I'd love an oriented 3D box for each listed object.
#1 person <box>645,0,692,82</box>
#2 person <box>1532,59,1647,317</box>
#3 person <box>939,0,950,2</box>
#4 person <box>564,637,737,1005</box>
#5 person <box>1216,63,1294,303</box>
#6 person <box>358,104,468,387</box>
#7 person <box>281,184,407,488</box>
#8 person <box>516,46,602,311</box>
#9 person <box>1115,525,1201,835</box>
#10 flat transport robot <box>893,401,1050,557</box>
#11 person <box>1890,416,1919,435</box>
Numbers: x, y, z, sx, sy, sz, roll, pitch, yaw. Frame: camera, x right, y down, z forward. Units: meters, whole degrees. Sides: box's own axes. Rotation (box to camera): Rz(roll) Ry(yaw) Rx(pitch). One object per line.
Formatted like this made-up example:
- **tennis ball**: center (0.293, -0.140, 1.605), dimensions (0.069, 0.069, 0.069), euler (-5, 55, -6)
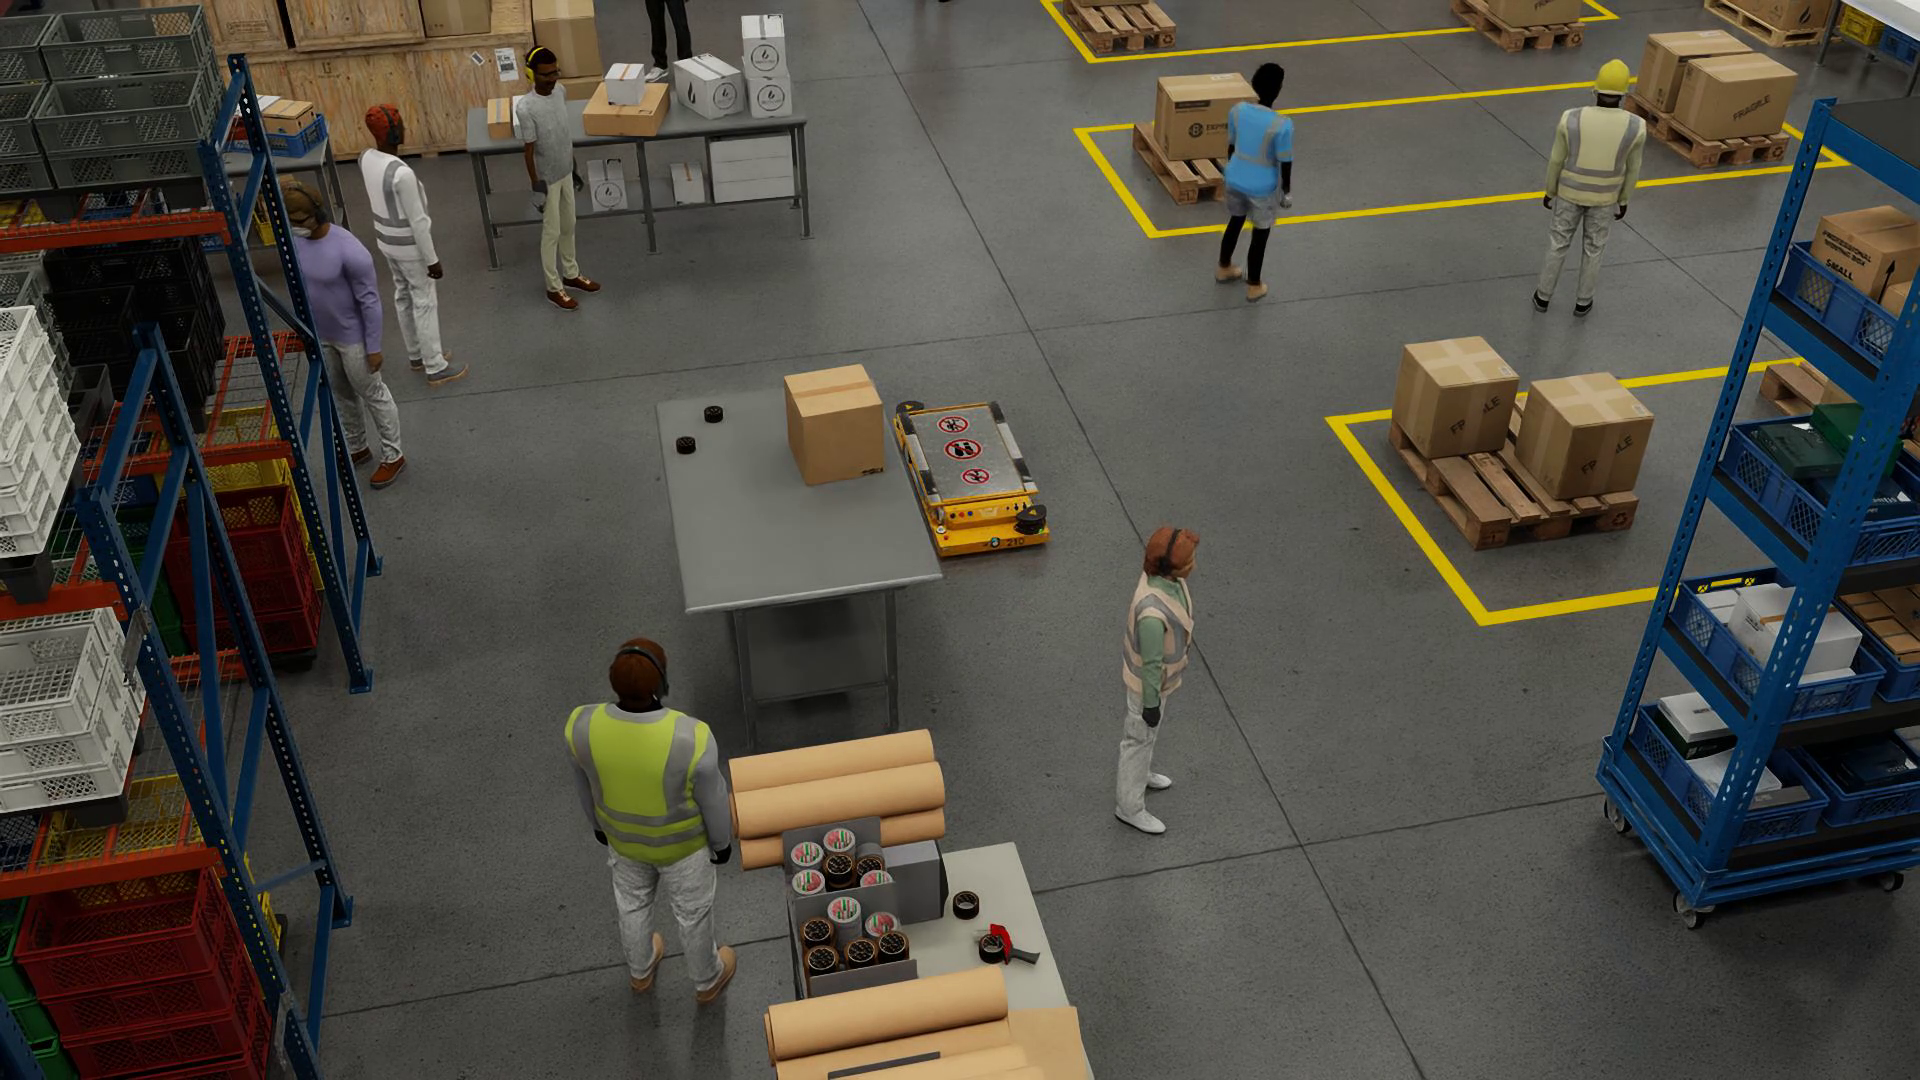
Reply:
- **person**: center (-2.673, -5.072, 14.979), dimensions (0.590, 1.916, 0.386), euler (13, 38, 16)
- **person**: center (4.333, -2.412, 11.470), dimensions (0.590, 1.837, 0.403), euler (11, 38, 15)
- **person**: center (-0.266, -6.436, 16.821), dimensions (0.651, 1.907, 0.409), euler (16, 39, 20)
- **person**: center (-1.205, 1.153, 6.686), dimensions (0.629, 1.837, 0.430), euler (7, 37, 9)
- **person**: center (2.086, -2.507, 11.715), dimensions (0.339, 1.691, 0.597), euler (-28, 45, -32)
- **person**: center (-3.567, -1.898, 10.752), dimensions (0.360, 1.878, 0.579), euler (-30, 46, -34)
- **person**: center (-3.632, -1.197, 9.758), dimensions (0.628, 1.935, 0.373), euler (16, 39, 20)
- **person**: center (-2.817, -2.533, 11.609), dimensions (0.309, 1.865, 0.534), euler (14, 39, 18)
- **person**: center (0.886, 0.615, 7.567), dimensions (0.311, 1.636, 0.523), euler (7, 37, 9)
- **flat transport robot**: center (0.046, -0.430, 10.108), dimensions (0.652, 0.197, 1.431), euler (-8, 37, -10)
- **person**: center (4.245, 0.101, 7.962), dimensions (0.385, 1.992, 0.622), euler (9, 37, 11)
